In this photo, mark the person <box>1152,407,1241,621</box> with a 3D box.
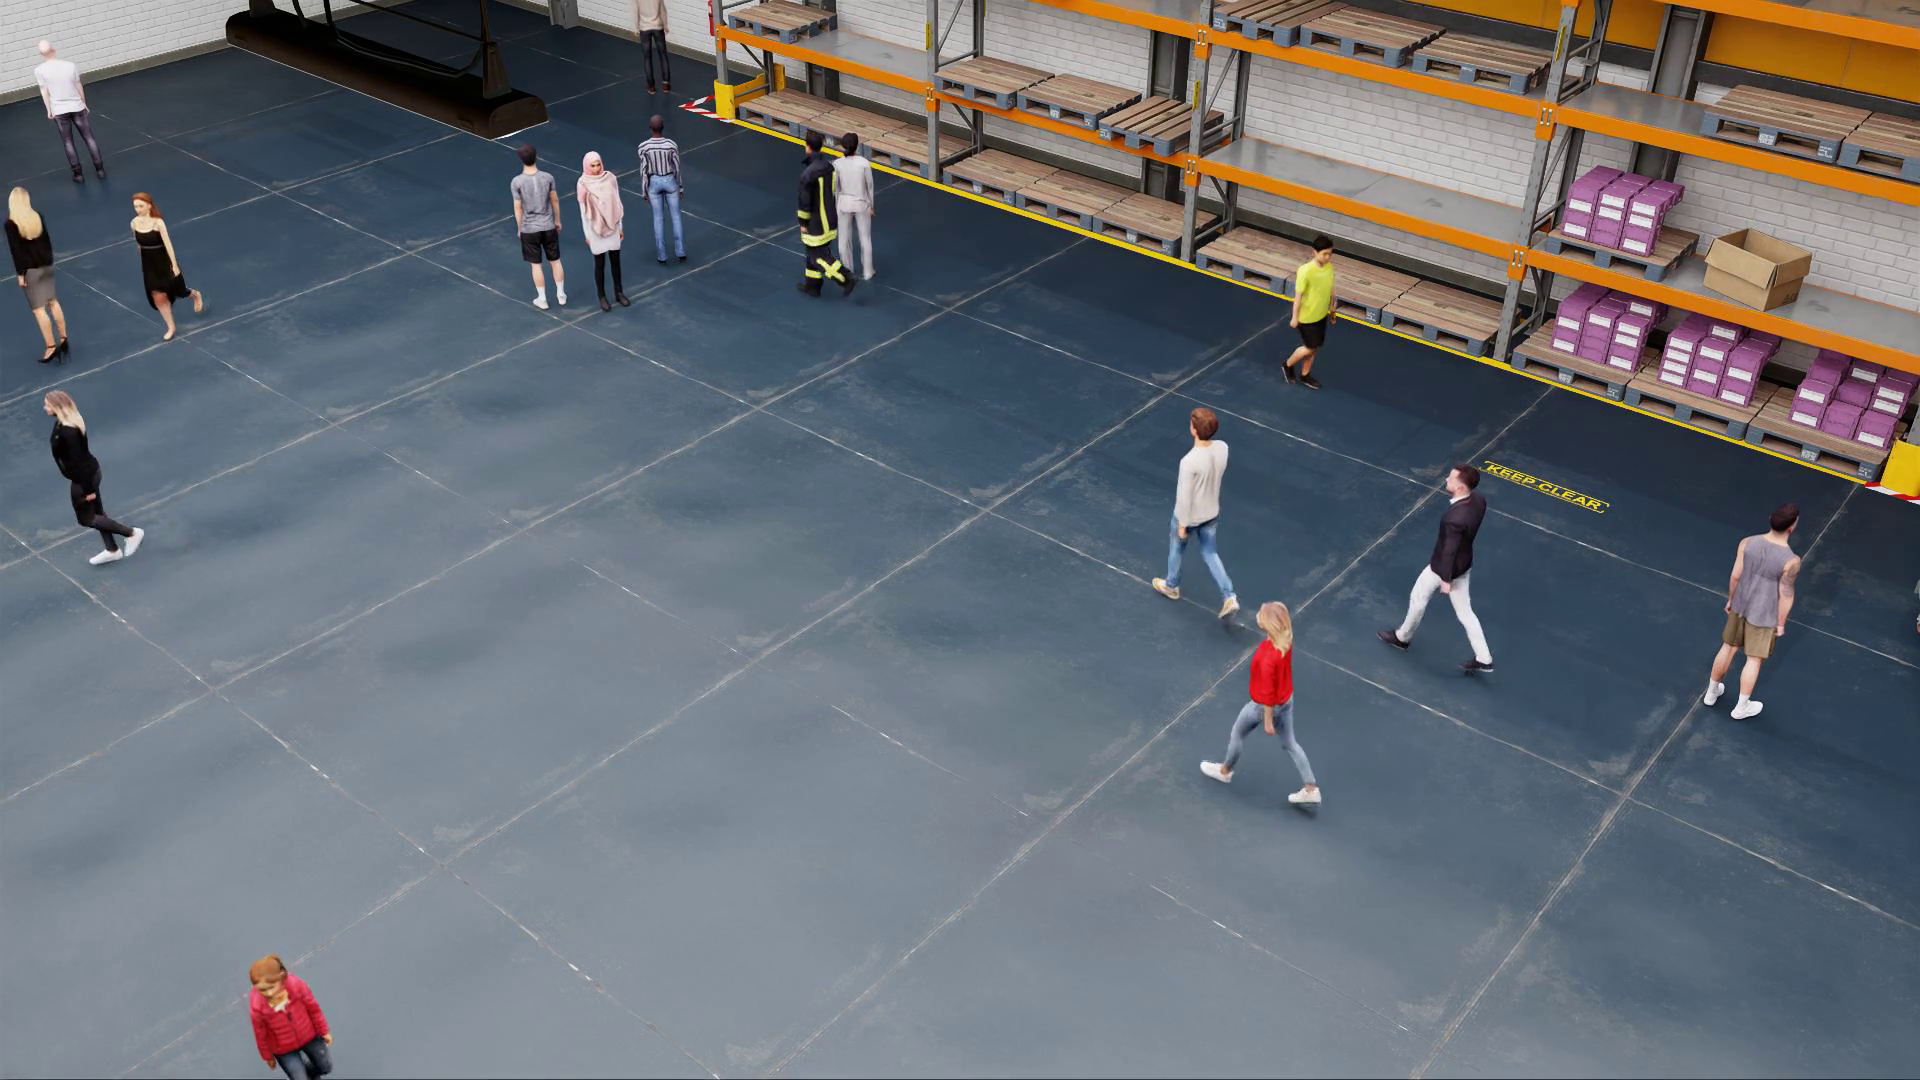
[{"bbox_3d":[1.989,-0.182,13.463,0.900,1.877,1.247,-21,39,-28],"label":"person"}]

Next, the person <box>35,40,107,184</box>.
[{"bbox_3d":[-11.601,-5.582,21.628,0.710,1.831,0.671,-21,39,-29],"label":"person"}]

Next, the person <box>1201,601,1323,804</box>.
[{"bbox_3d":[2.246,1.175,11.613,1.172,1.665,0.721,19,38,26],"label":"person"}]

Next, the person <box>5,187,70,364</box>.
[{"bbox_3d":[-9.631,-2.754,17.398,0.741,1.804,0.864,4,34,5],"label":"person"}]

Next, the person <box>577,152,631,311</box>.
[{"bbox_3d":[-3.955,-3.433,18.420,0.679,1.804,0.673,-21,39,-28],"label":"person"}]

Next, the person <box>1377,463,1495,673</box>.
[{"bbox_3d":[3.894,0.256,12.869,1.210,1.804,0.718,28,43,35],"label":"person"}]

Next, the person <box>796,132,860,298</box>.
[{"bbox_3d":[-1.504,-3.559,18.527,1.154,1.896,0.969,12,36,18],"label":"person"}]

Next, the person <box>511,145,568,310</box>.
[{"bbox_3d":[-4.658,-3.463,18.404,0.731,1.873,0.698,-16,37,-23],"label":"person"}]

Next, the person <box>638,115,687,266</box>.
[{"bbox_3d":[-3.459,-4.080,19.401,0.711,1.795,0.734,-8,34,-12],"label":"person"}]

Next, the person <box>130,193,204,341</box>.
[{"bbox_3d":[-8.597,-3.007,17.964,0.941,1.600,0.932,3,34,4],"label":"person"}]

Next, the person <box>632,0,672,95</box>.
[{"bbox_3d":[-4.555,-7.538,24.541,0.744,1.865,0.760,-8,35,-12],"label":"person"}]

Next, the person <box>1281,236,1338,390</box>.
[{"bbox_3d":[3.507,-2.328,16.856,0.700,1.695,0.751,-26,42,-34],"label":"person"}]

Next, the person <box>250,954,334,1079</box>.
[{"bbox_3d":[-3.788,2.823,9.459,0.625,1.305,0.796,-25,41,-32],"label":"person"}]

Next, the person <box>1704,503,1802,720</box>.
[{"bbox_3d":[5.944,0.517,12.402,0.747,1.847,0.570,-24,40,-31],"label":"person"}]

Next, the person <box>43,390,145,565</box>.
[{"bbox_3d":[-7.357,-0.535,14.178,0.824,1.674,0.781,-15,36,-21],"label":"person"}]

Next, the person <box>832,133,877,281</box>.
[{"bbox_3d":[-1.217,-3.824,19.069,0.684,1.737,0.772,2,34,2],"label":"person"}]
